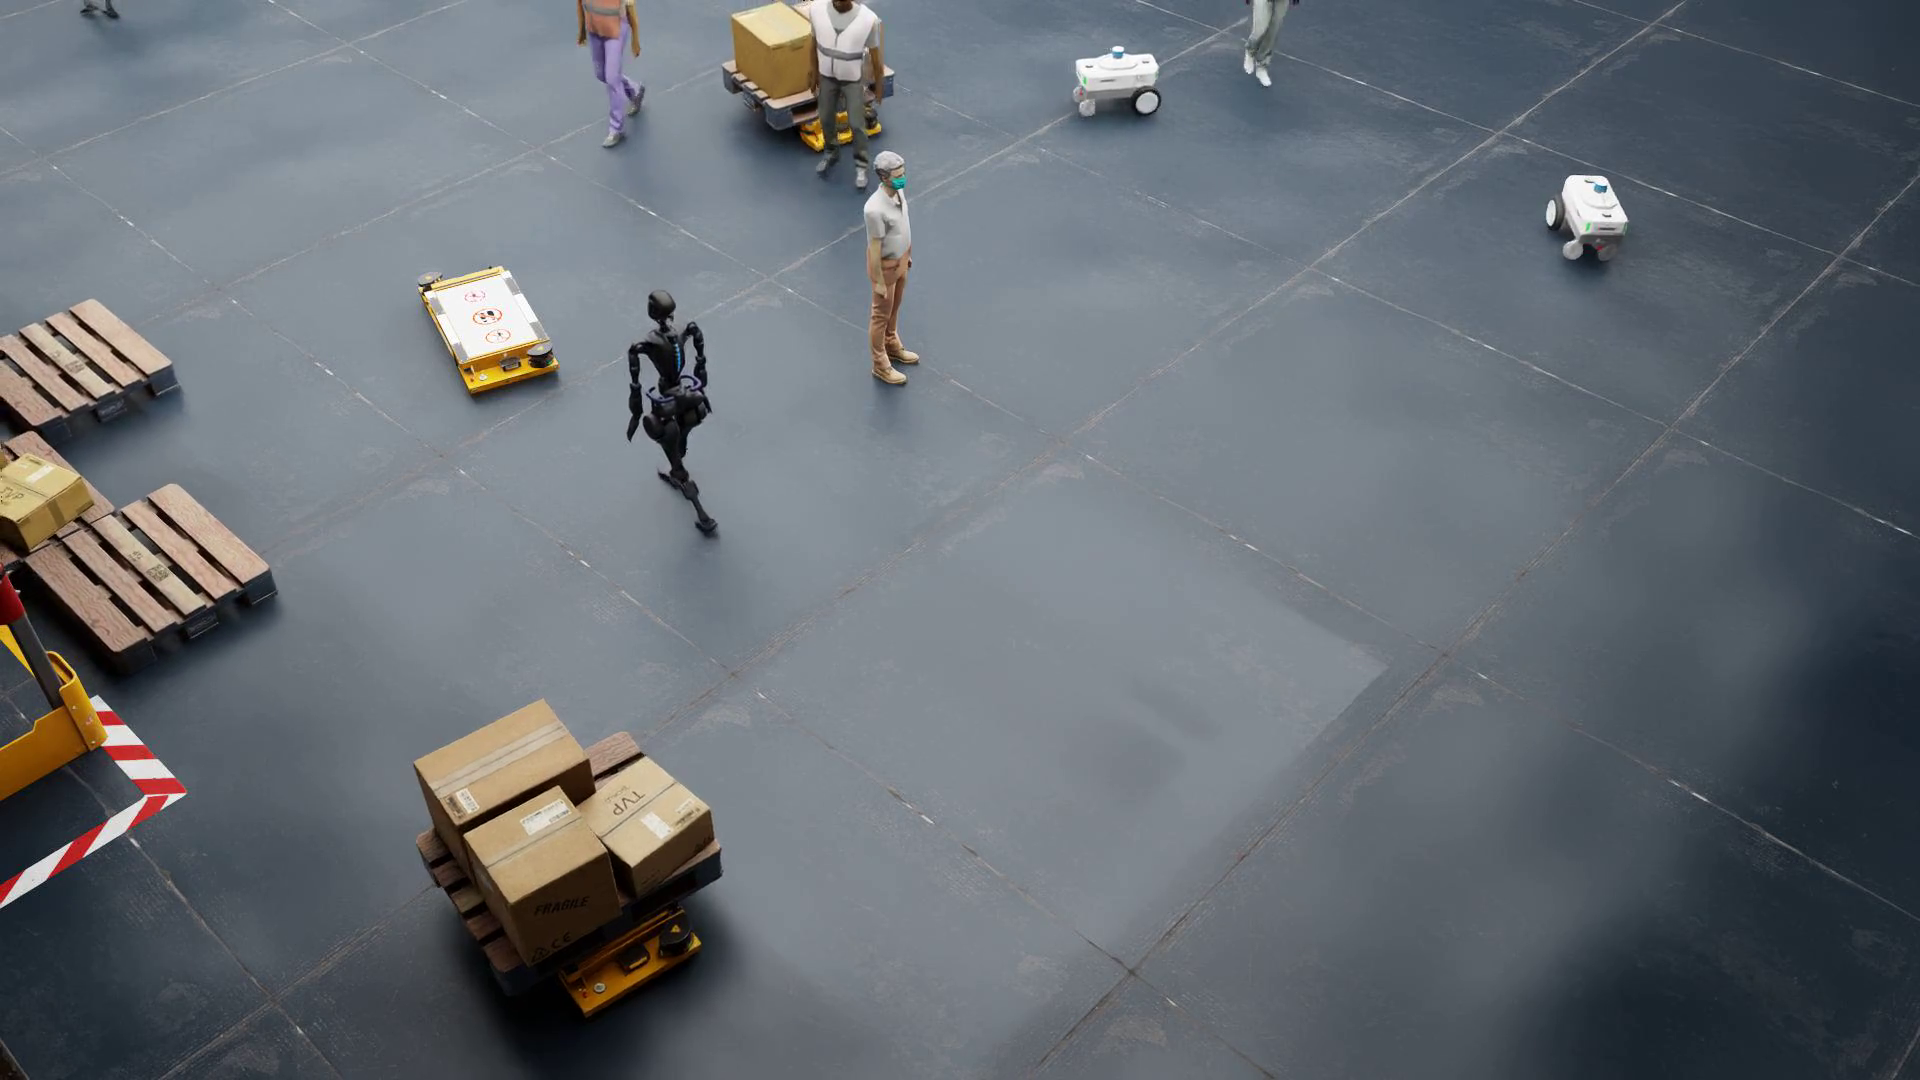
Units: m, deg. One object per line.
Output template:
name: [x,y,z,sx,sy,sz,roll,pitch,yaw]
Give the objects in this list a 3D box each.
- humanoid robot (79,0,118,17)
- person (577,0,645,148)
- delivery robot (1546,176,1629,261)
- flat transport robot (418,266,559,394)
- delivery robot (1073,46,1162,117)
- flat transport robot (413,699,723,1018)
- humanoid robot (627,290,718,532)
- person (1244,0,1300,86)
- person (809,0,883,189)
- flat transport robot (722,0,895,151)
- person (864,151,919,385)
humanoid robot: [-8.492,-5.876,16.010,0.610,1.634,0.409,-32,51,-30]
person: [-2.982,-4.335,14.177,0.576,1.822,0.760,20,46,21]
delivery robot: [4.998,-2.583,13.177,0.524,0.586,0.736,1,42,1]
flat transport robot: [-3.509,-1.604,12.309,0.659,0.231,1.431,-19,45,-20]
delivery robot: [1.419,-4.115,14.899,0.814,0.612,0.499,-7,42,-7]
flat transport robot: [-1.983,1.755,8.575,0.659,0.231,1.431,-27,49,-27]
humanoid robot: [-1.805,-0.834,10.446,0.589,1.633,0.796,-30,50,-29]
person: [2.826,-4.906,14.890,0.531,1.715,0.367,-9,43,-10]
person: [-0.937,-3.770,13.551,0.667,1.822,0.483,10,43,11]
flat transport robot: [-1.348,-3.921,14.885,0.659,0.231,1.431,-24,47,-24]
person: [-0.480,-1.902,11.534,0.319,1.748,0.482,15,44,16]
